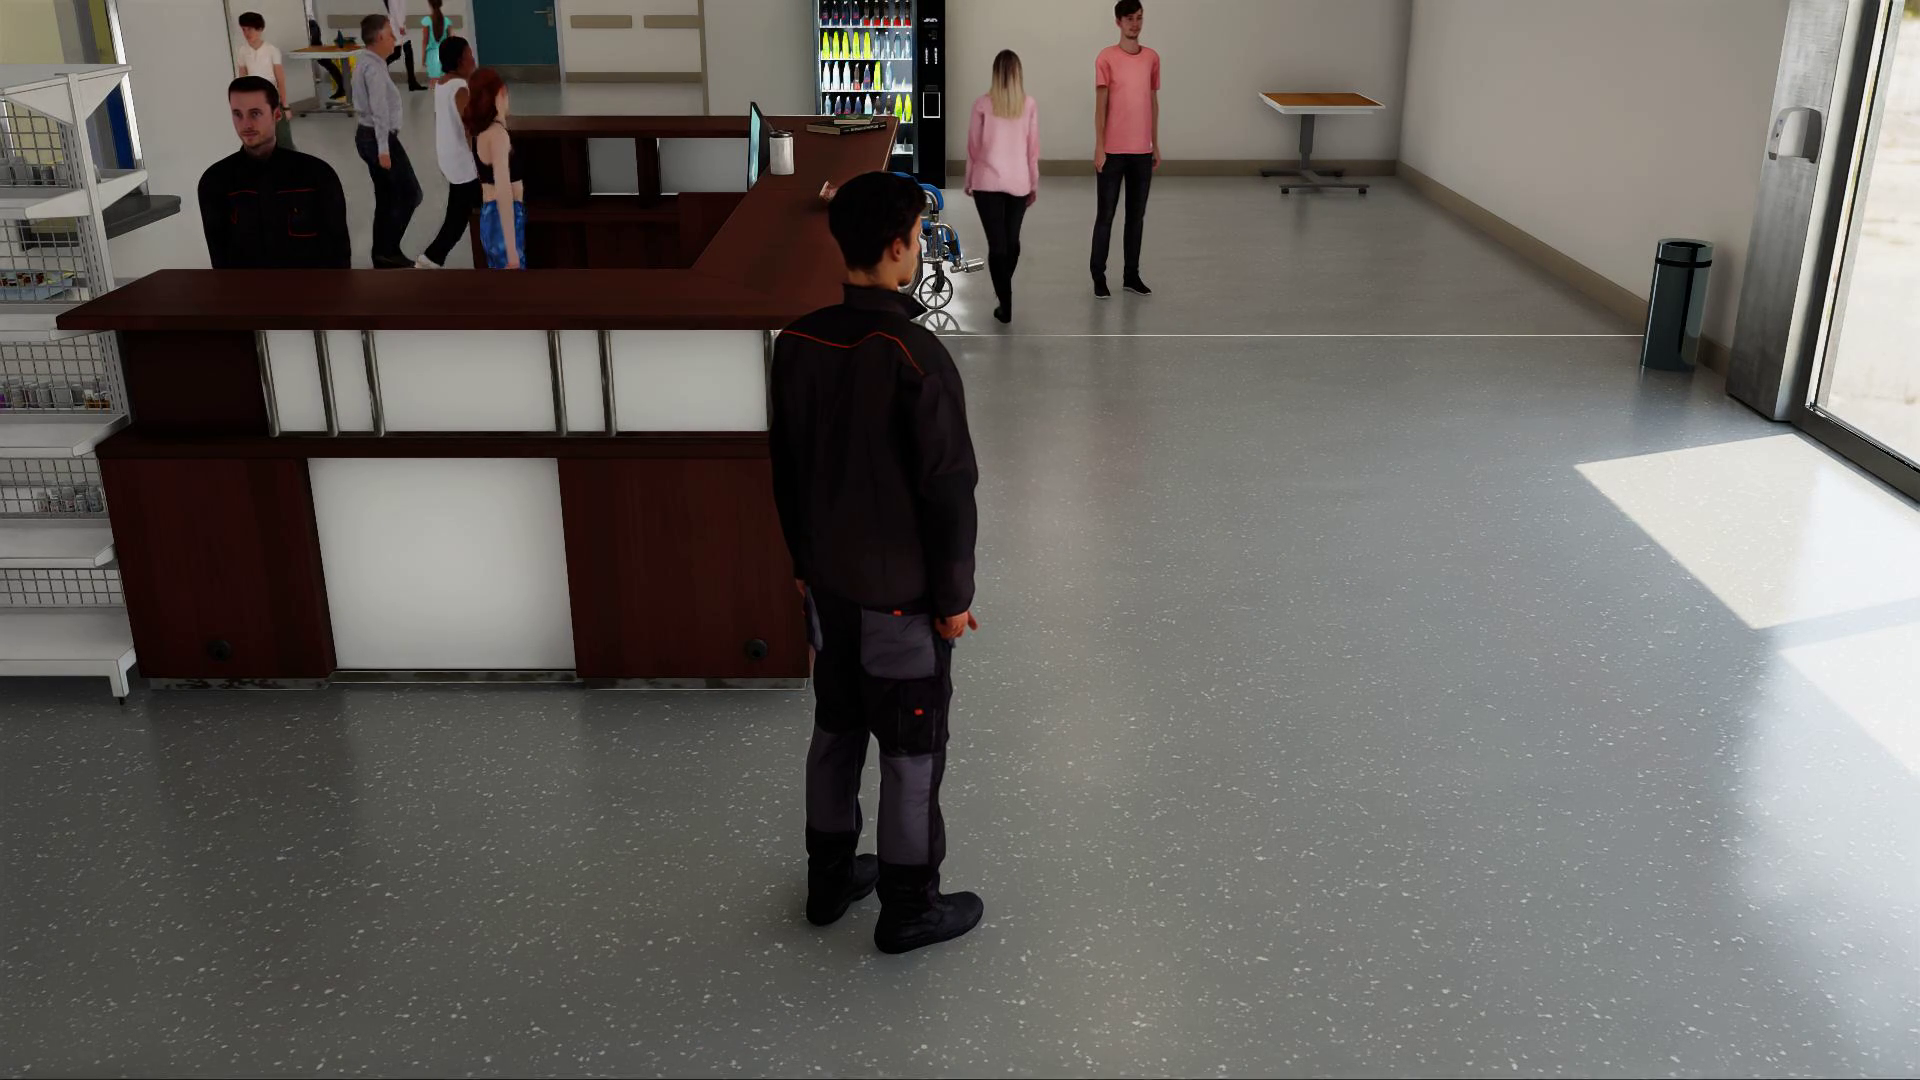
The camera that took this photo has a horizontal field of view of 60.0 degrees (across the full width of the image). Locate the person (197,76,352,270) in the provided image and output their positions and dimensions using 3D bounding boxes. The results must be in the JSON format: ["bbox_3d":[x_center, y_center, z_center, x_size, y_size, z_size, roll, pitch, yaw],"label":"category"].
[{"bbox_3d":[-2.657,-0.856,6.574,0.594,1.912,0.795,-4,21,-11],"label":"person"}]

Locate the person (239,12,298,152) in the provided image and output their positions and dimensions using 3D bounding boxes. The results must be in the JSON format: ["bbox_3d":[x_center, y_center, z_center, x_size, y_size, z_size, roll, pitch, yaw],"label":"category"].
[{"bbox_3d":[-6.237,-3.909,15.004,0.497,1.651,0.642,1,21,3],"label":"person"}]

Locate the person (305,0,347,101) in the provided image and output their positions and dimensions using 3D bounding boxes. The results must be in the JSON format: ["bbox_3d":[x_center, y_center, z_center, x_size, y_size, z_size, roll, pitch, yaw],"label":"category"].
[{"bbox_3d":[-8.790,-6.886,22.626,1.265,1.820,0.736,2,21,7],"label":"person"}]

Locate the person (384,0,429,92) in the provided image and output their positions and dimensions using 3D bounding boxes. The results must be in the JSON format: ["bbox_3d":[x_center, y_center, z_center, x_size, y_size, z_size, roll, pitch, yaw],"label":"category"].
[{"bbox_3d":[-8.149,-7.321,23.823,1.030,1.785,0.625,-1,21,-4],"label":"person"}]

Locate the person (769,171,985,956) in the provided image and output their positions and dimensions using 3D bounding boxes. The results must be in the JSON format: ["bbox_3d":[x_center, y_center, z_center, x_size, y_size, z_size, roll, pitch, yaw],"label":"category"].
[{"bbox_3d":[-0.212,0.078,4.062,0.763,1.944,0.856,15,26,35],"label":"person"}]

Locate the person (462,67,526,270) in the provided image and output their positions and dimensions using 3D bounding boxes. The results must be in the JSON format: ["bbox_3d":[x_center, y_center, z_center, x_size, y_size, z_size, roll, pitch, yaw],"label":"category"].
[{"bbox_3d":[-2.277,-1.435,8.317,0.722,1.761,0.799,-4,21,-11],"label":"person"}]

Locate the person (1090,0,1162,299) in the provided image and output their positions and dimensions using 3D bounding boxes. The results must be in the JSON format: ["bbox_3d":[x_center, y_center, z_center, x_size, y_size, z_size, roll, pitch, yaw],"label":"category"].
[{"bbox_3d":[1.112,-2.630,11.195,0.606,1.958,0.767,-8,22,-20],"label":"person"}]

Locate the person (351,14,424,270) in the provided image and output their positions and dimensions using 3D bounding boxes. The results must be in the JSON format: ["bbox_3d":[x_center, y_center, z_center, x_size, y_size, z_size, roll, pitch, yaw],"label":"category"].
[{"bbox_3d":[-4.221,-2.801,11.876,0.801,1.794,0.786,-10,23,-25],"label":"person"}]

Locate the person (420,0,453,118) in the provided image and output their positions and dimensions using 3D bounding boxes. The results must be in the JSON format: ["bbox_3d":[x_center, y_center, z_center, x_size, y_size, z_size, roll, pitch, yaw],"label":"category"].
[{"bbox_3d":[-6.415,-5.930,20.497,0.986,1.539,1.008,-17,26,-37],"label":"person"}]

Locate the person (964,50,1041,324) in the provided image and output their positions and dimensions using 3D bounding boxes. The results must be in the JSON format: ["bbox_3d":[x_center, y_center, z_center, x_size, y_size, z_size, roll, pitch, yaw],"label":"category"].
[{"bbox_3d":[0.277,-2.184,10.464,1.063,1.641,0.820,-5,21,-12],"label":"person"}]
